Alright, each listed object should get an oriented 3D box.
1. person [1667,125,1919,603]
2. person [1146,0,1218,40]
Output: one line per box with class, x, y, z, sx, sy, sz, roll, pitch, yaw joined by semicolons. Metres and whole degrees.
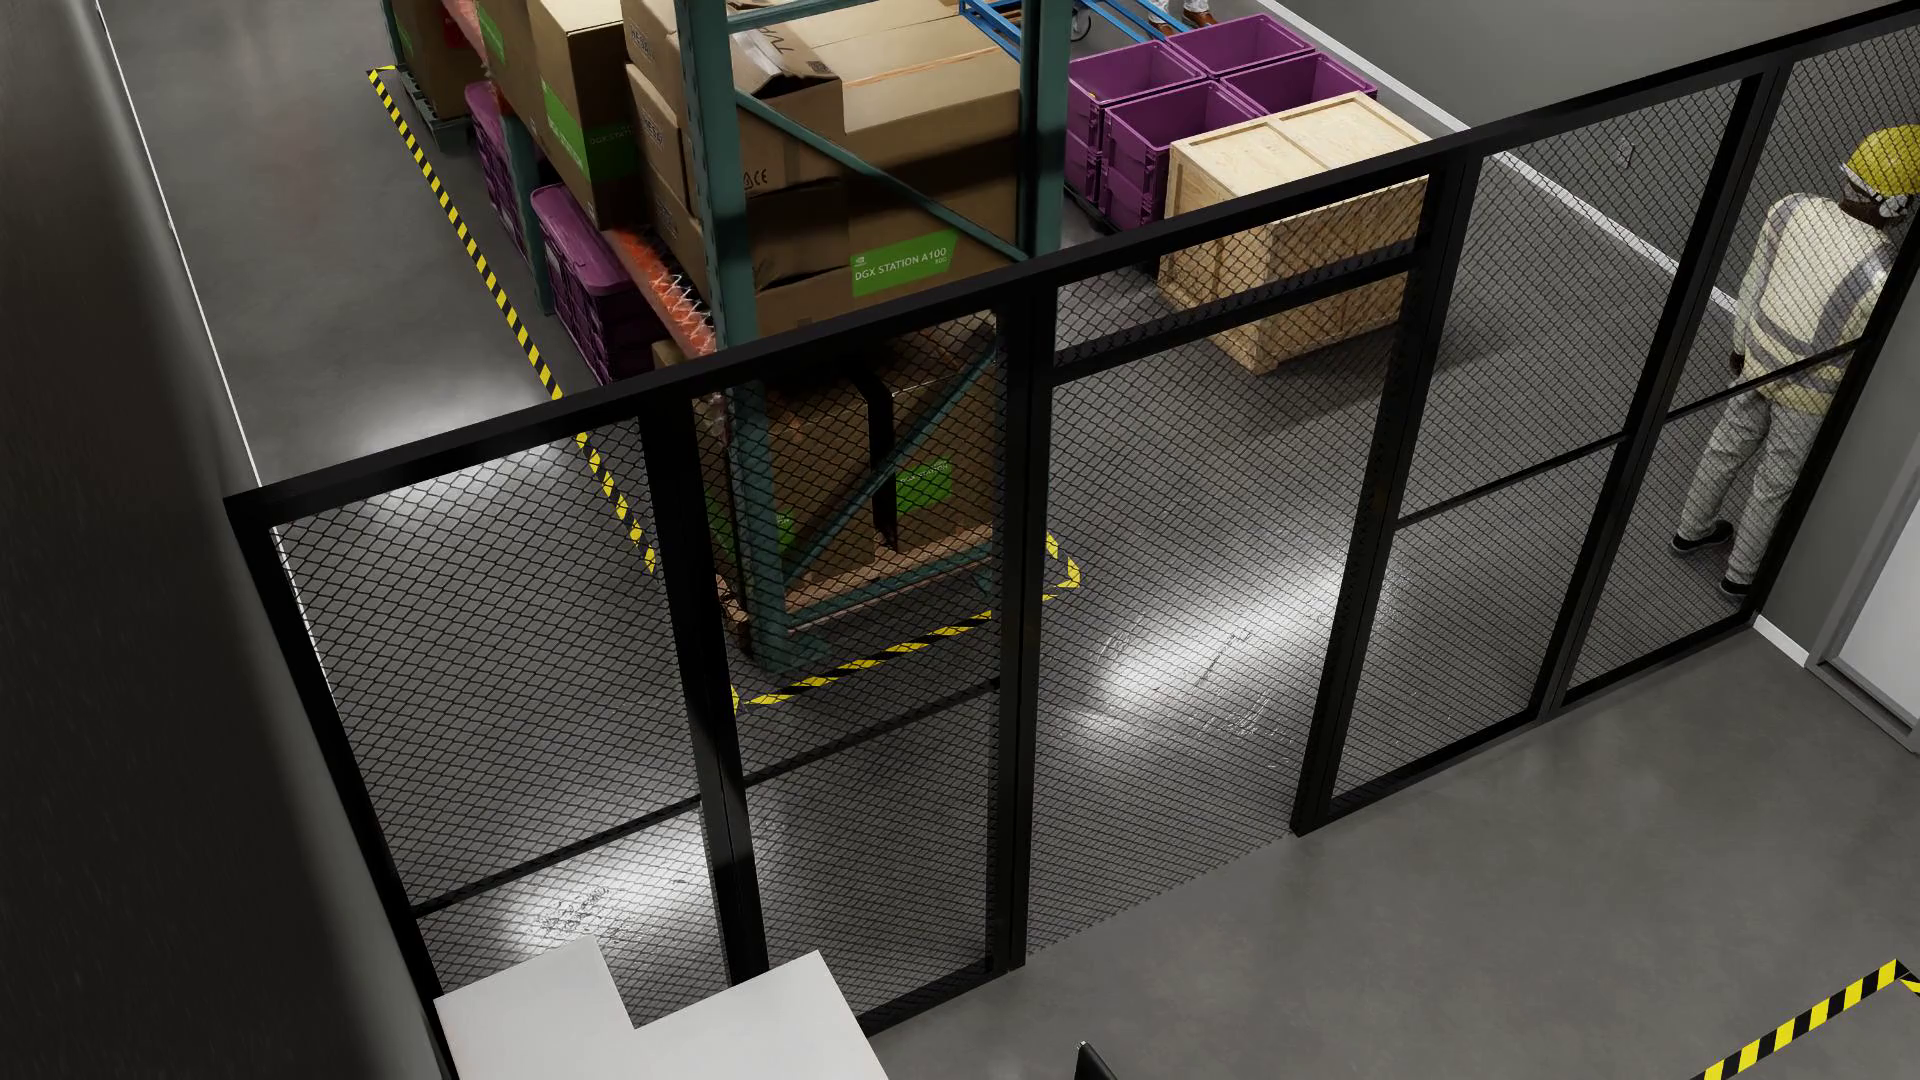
person;2.863;-0.570;5.646;0.404;1.831;0.600;-15;44;-15
person;1.277;-3.622;8.907;0.637;1.938;0.357;-22;47;-22
